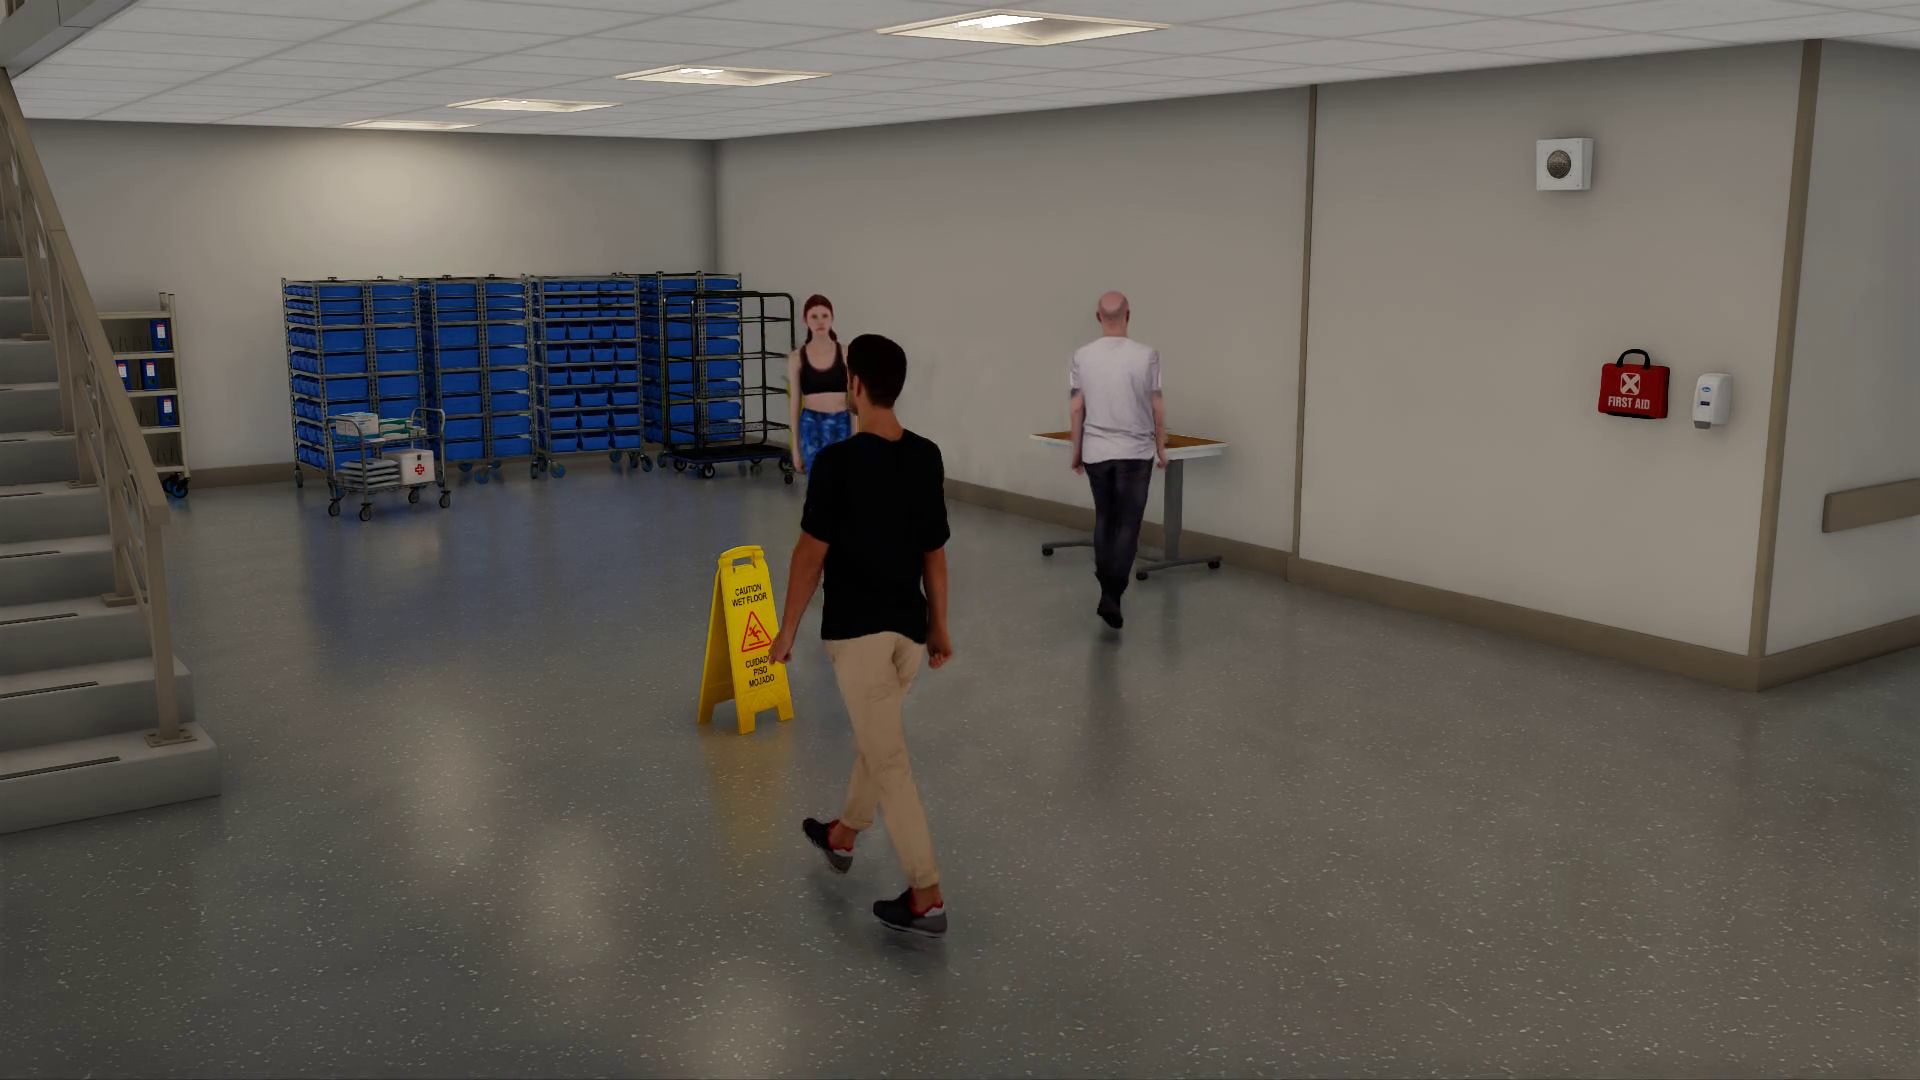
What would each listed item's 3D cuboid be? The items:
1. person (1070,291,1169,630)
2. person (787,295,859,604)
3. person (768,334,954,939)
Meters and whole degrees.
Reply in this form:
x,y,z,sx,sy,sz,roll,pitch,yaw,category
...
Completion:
x,y,z,sx,sy,sz,roll,pitch,yaw,category
0.841,-0.425,9.055,1.237,1.811,1.160,4,12,22,person
-0.792,-0.519,9.690,0.747,1.759,1.091,-3,11,-18,person
-0.192,0.326,5.078,0.759,1.818,1.104,-10,15,-44,person
